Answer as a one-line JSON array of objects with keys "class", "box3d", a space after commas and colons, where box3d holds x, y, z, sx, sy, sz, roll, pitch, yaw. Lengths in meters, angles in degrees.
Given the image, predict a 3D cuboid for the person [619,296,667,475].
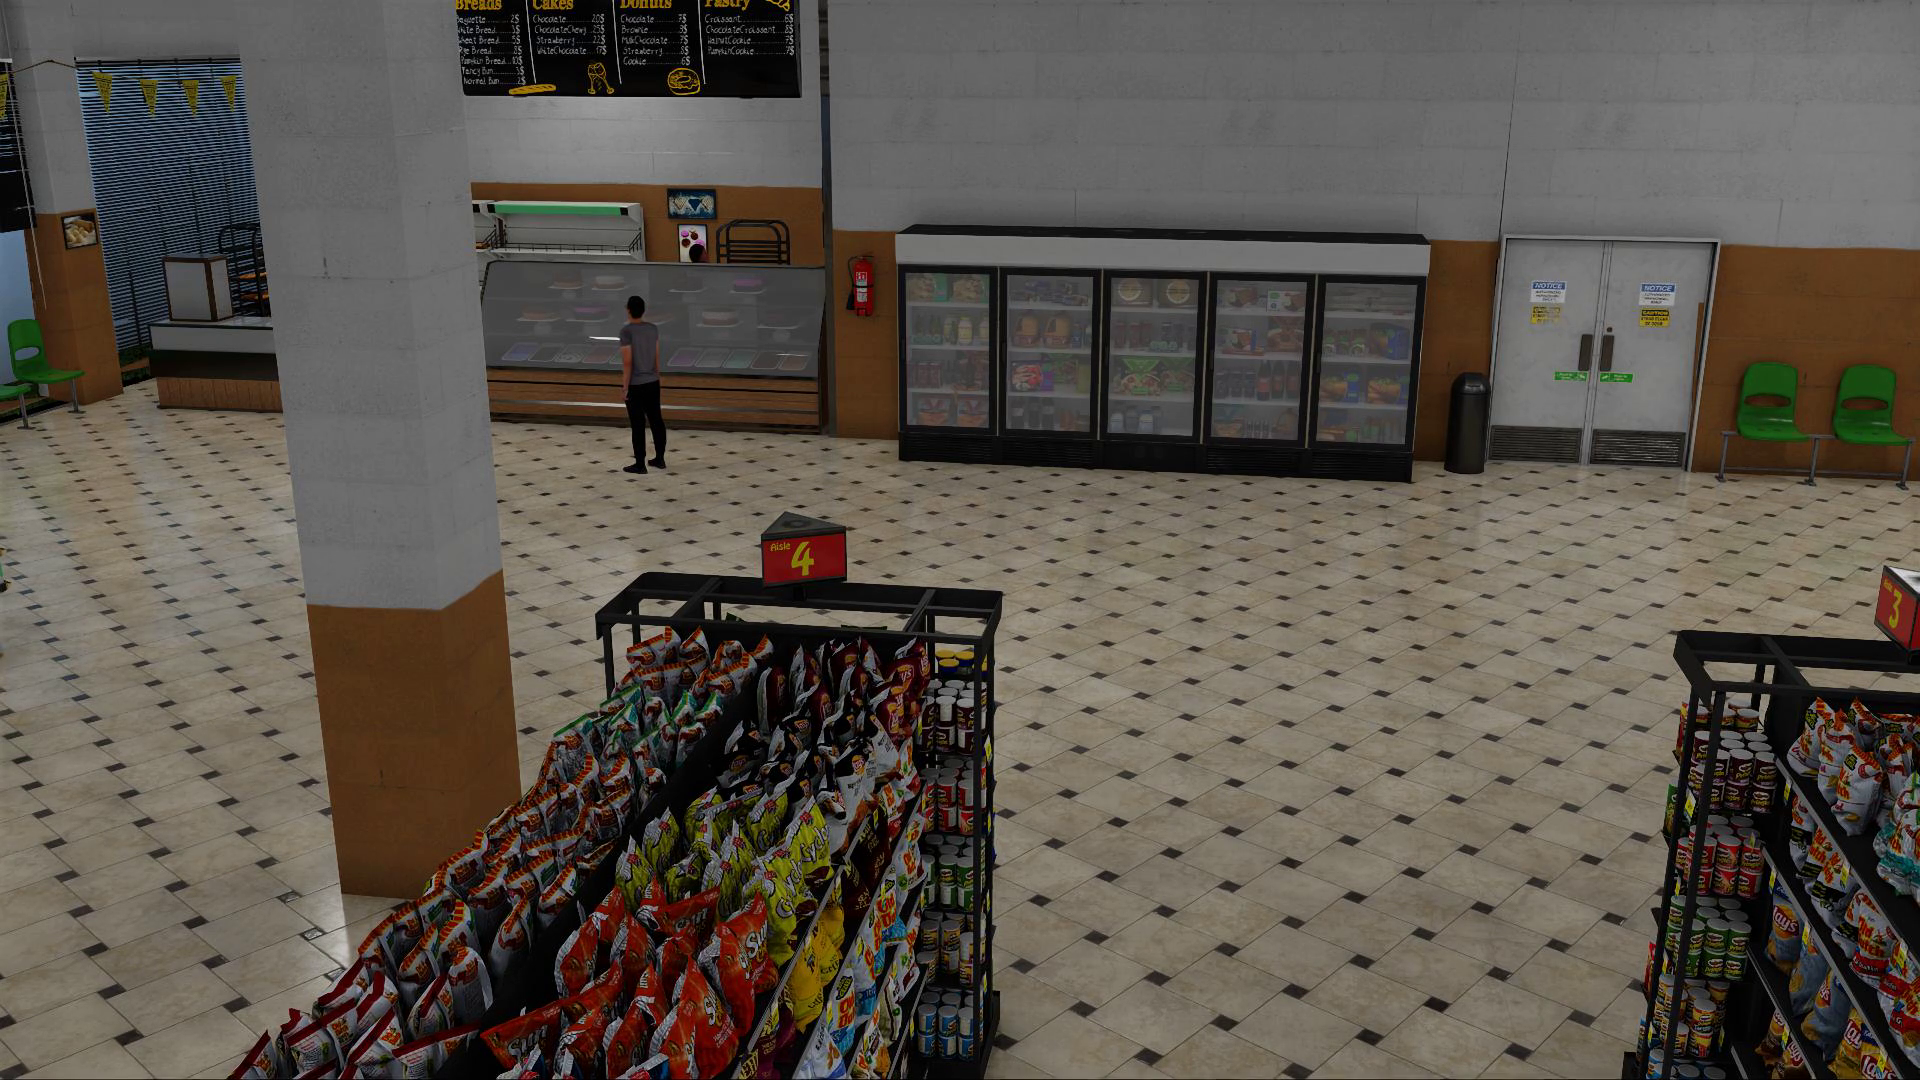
[{"class": "person", "box3d": [-3.140, -1.542, 16.419, 0.773, 1.754, 0.660, 13, 21, 37]}]
